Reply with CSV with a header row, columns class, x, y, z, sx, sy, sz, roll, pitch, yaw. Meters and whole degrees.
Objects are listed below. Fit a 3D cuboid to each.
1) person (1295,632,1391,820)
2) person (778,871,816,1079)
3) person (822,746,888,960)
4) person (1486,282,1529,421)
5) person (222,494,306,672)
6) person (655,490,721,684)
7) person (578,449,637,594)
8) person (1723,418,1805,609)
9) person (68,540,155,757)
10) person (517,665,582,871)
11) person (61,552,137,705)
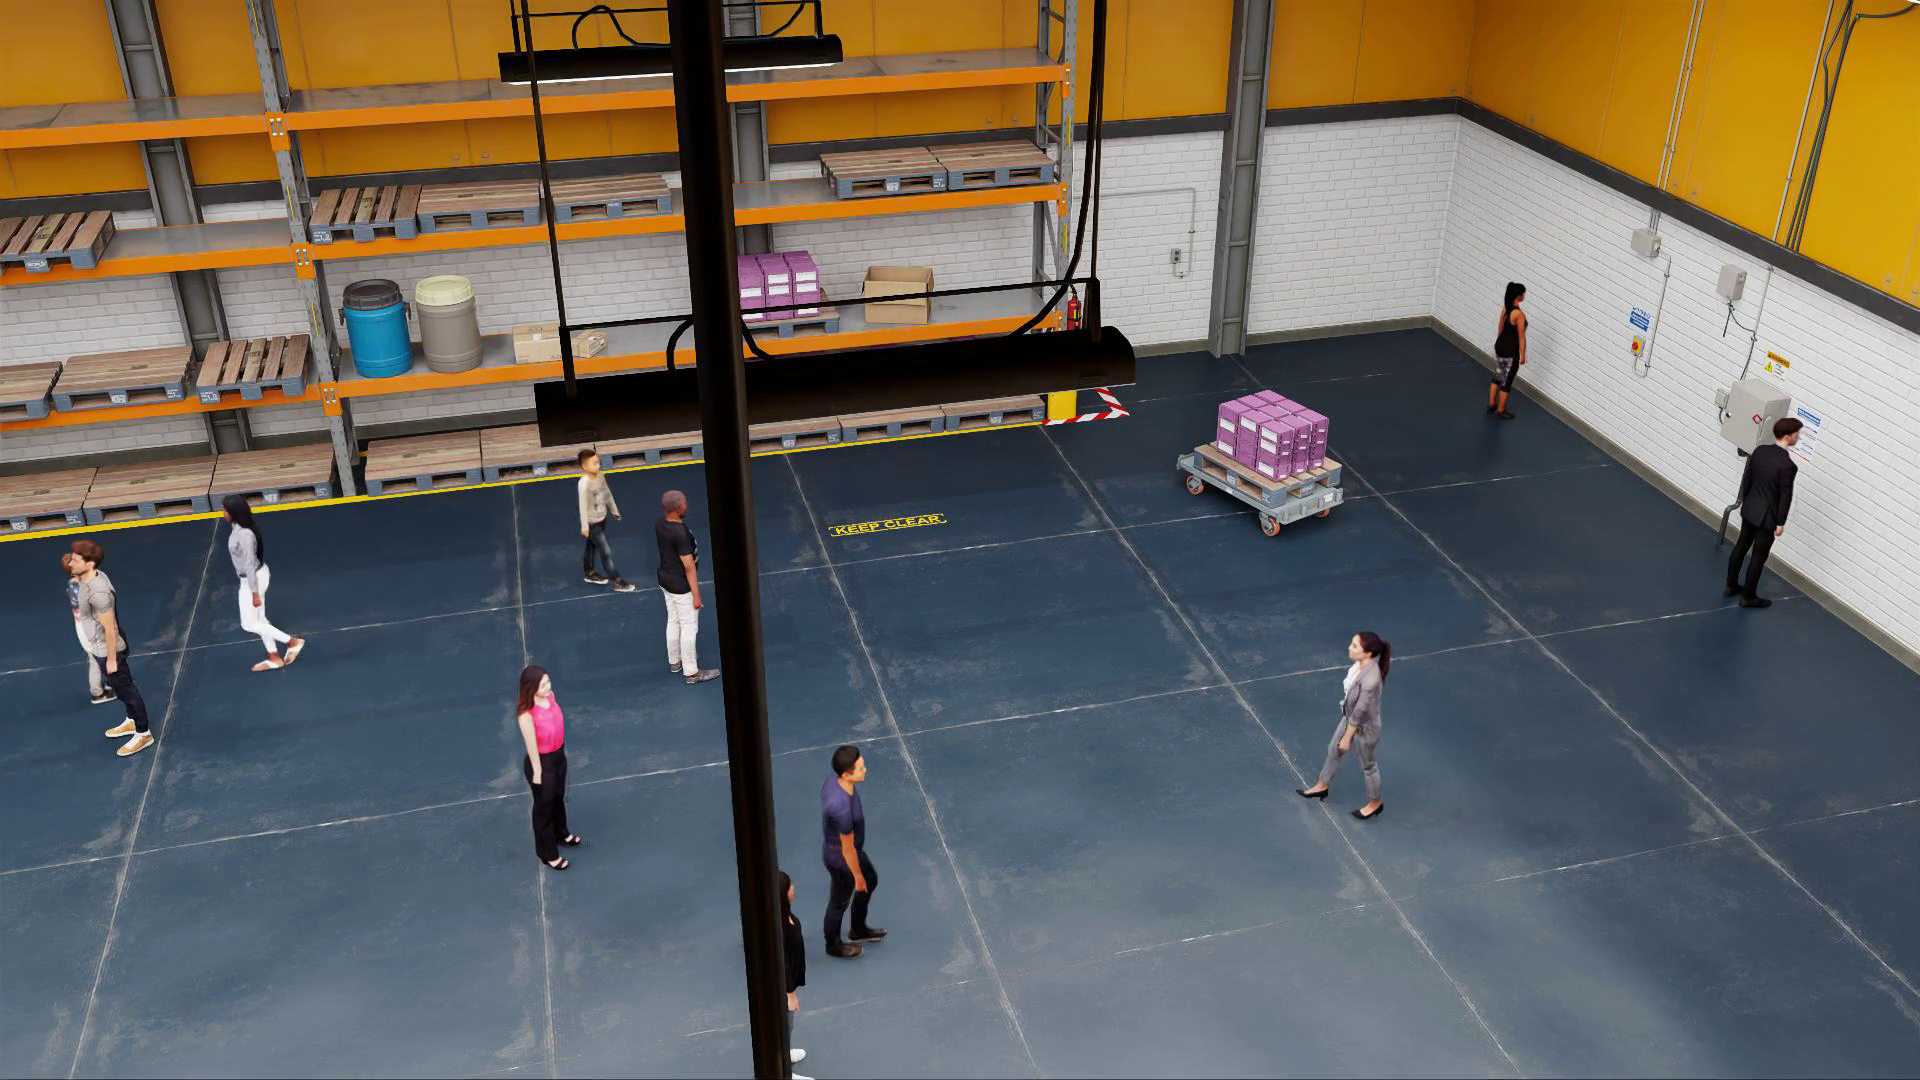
class,x,y,z,sx,sy,sz,roll,pitch,yaw
person,3.142,1.433,12.640,1.006,1.650,0.843,4,29,8
person,-1.119,2.712,10.300,0.516,1.645,0.563,-9,30,-16
person,-0.868,2.125,11.237,0.737,1.778,0.746,-2,29,-3
person,6.360,-2.210,19.305,0.506,1.664,0.582,-8,30,-14
person,-6.065,0.377,14.512,0.734,1.710,0.653,-12,31,-21
person,-2.430,0.390,14.389,0.738,1.805,0.744,-21,35,-33
person,-3.544,-0.201,15.848,0.928,1.446,0.802,7,29,12
person,7.488,-0.265,15.507,0.588,1.887,0.678,-8,30,-14
person,-6.893,0.843,13.461,0.692,1.899,0.721,-20,34,-31
person,-3.044,1.642,12.248,0.664,1.659,0.667,6,29,10
person,-7.444,0.764,14.100,0.649,1.428,0.583,-16,32,-27
